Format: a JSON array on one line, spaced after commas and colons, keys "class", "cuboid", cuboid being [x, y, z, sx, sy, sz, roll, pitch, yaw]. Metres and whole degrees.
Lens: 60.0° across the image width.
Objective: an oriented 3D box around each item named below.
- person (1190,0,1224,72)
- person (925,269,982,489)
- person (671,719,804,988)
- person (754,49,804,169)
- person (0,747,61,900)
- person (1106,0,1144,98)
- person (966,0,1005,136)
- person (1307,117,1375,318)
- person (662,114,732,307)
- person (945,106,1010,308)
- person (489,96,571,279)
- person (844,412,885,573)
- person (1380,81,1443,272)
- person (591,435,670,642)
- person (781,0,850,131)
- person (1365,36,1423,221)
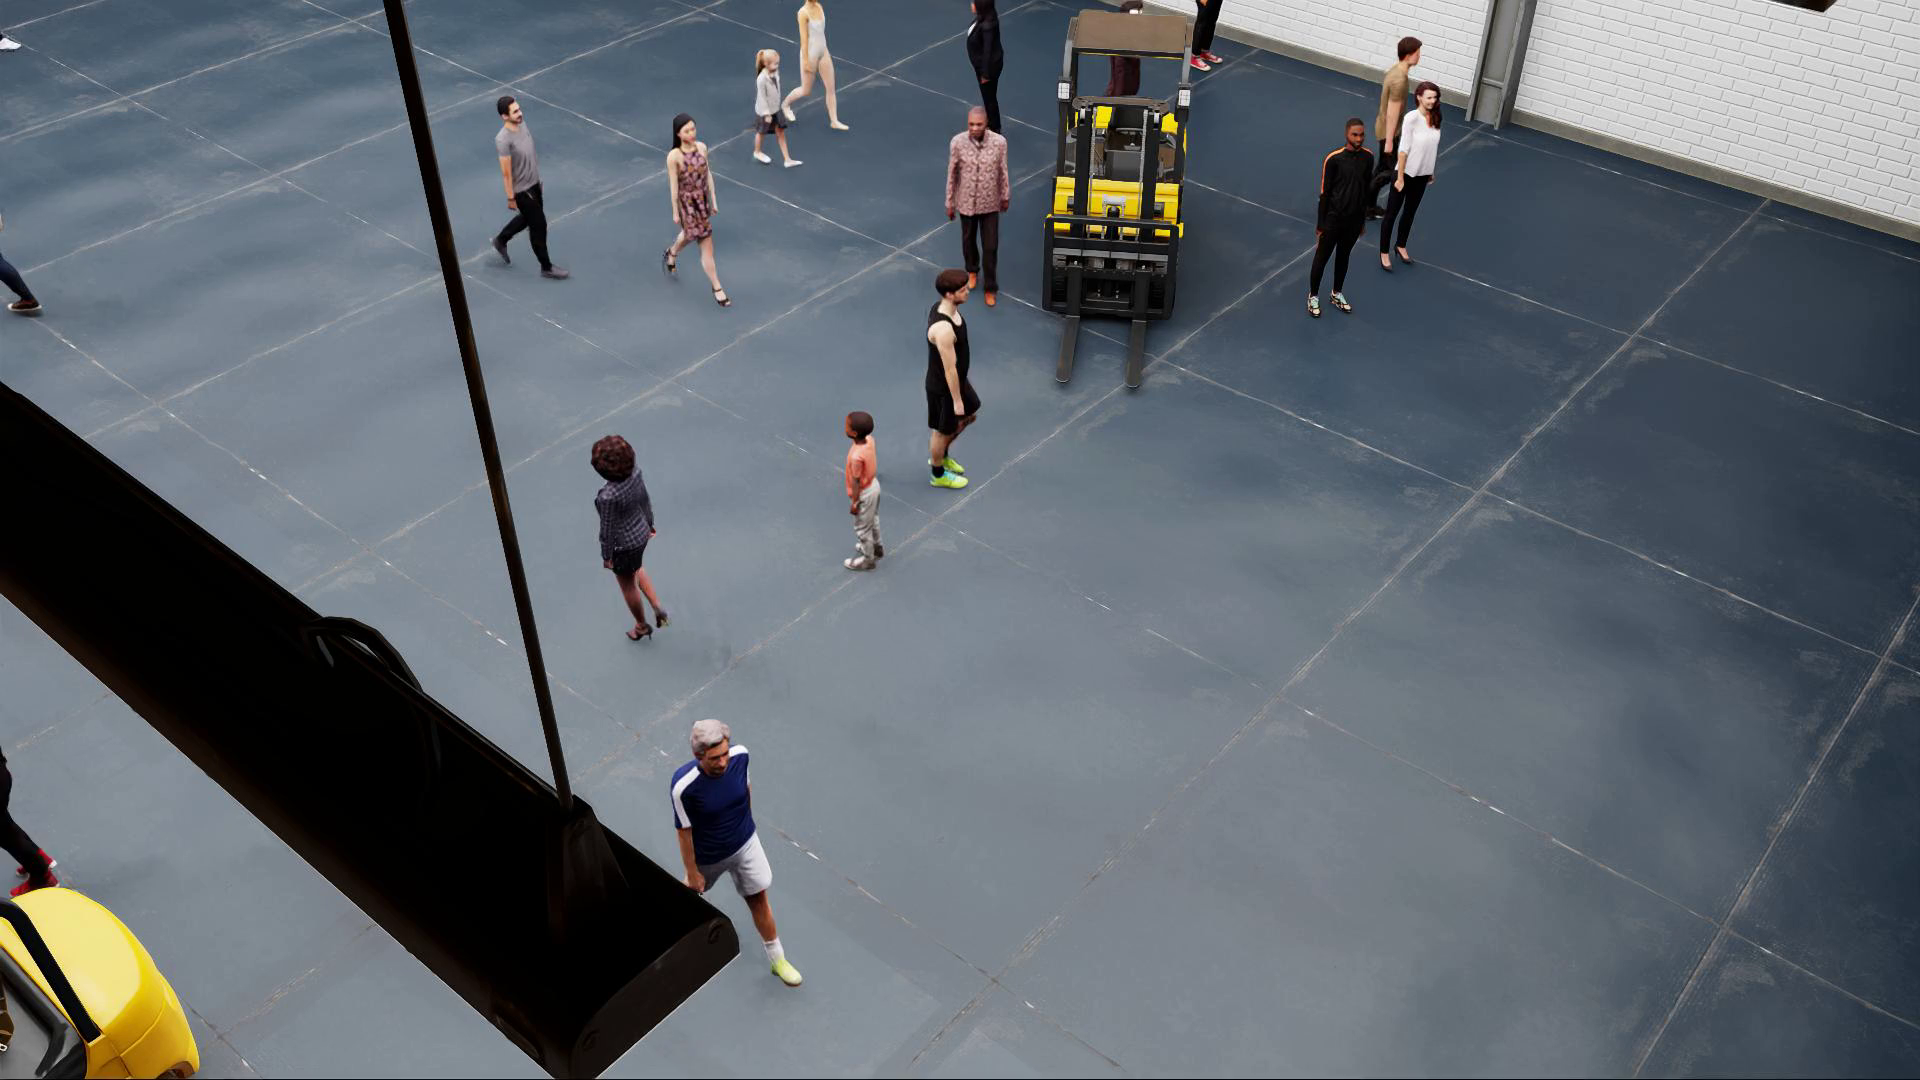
[{"class": "person", "cuboid": [2.843, -6.255, 18.870, 0.546, 1.755, 0.624, 26, 45, 28]}, {"class": "person", "cuboid": [-0.172, -1.178, 12.412, 0.820, 1.881, 0.793, 5, 39, 6]}, {"class": "person", "cuboid": [-1.353, 1.597, 9.014, 0.806, 1.786, 1.228, -27, 46, -30]}, {"class": "person", "cuboid": [-2.004, -4.408, 16.968, 0.832, 1.244, 0.512, 25, 45, 27]}, {"class": "person", "cuboid": [-5.396, 1.404, 9.355, 0.756, 1.661, 0.668, -10, 40, -12]}, {"class": "person", "cuboid": [1.541, -4.430, 16.510, 1.037, 1.849, 0.919, 8, 39, 10]}, {"class": "person", "cuboid": [0.292, -4.973, 17.381, 0.819, 1.611, 0.753, -5, 39, -6]}, {"class": "person", "cuboid": [3.334, -2.834, 14.543, 0.699, 1.808, 0.724, -9, 39, -11]}, {"class": "person", "cuboid": [-2.410, -2.948, 14.743, 1.137, 1.738, 0.616, 29, 47, 31]}, {"class": "person", "cuboid": [0.165, -3.057, 14.848, 1.062, 1.777, 1.086, 1, 39, 2]}, {"class": "person", "cuboid": [-4.024, -3.201, 15.061, 1.105, 1.736, 0.953, 5, 39, 6]}, {"class": "person", "cuboid": [-0.668, -0.350, 11.837, 0.570, 1.306, 0.542, 10, 40, 13]}, {"class": "person", "cuboid": [4.106, -3.328, 15.173, 0.670, 1.795, 0.632, -20, 43, -23]}, {"class": "person", "cuboid": [-2.135, 0.041, 11.041, 0.703, 1.687, 0.705, 17, 42, 20]}, {"class": "person", "cuboid": [-1.616, -5.103, 17.541, 1.053, 1.613, 0.676, 20, 43, 23]}, {"class": "person", "cuboid": [4.010, -3.899, 15.851, 0.829, 1.841, 0.788, 9, 40, 12]}]
